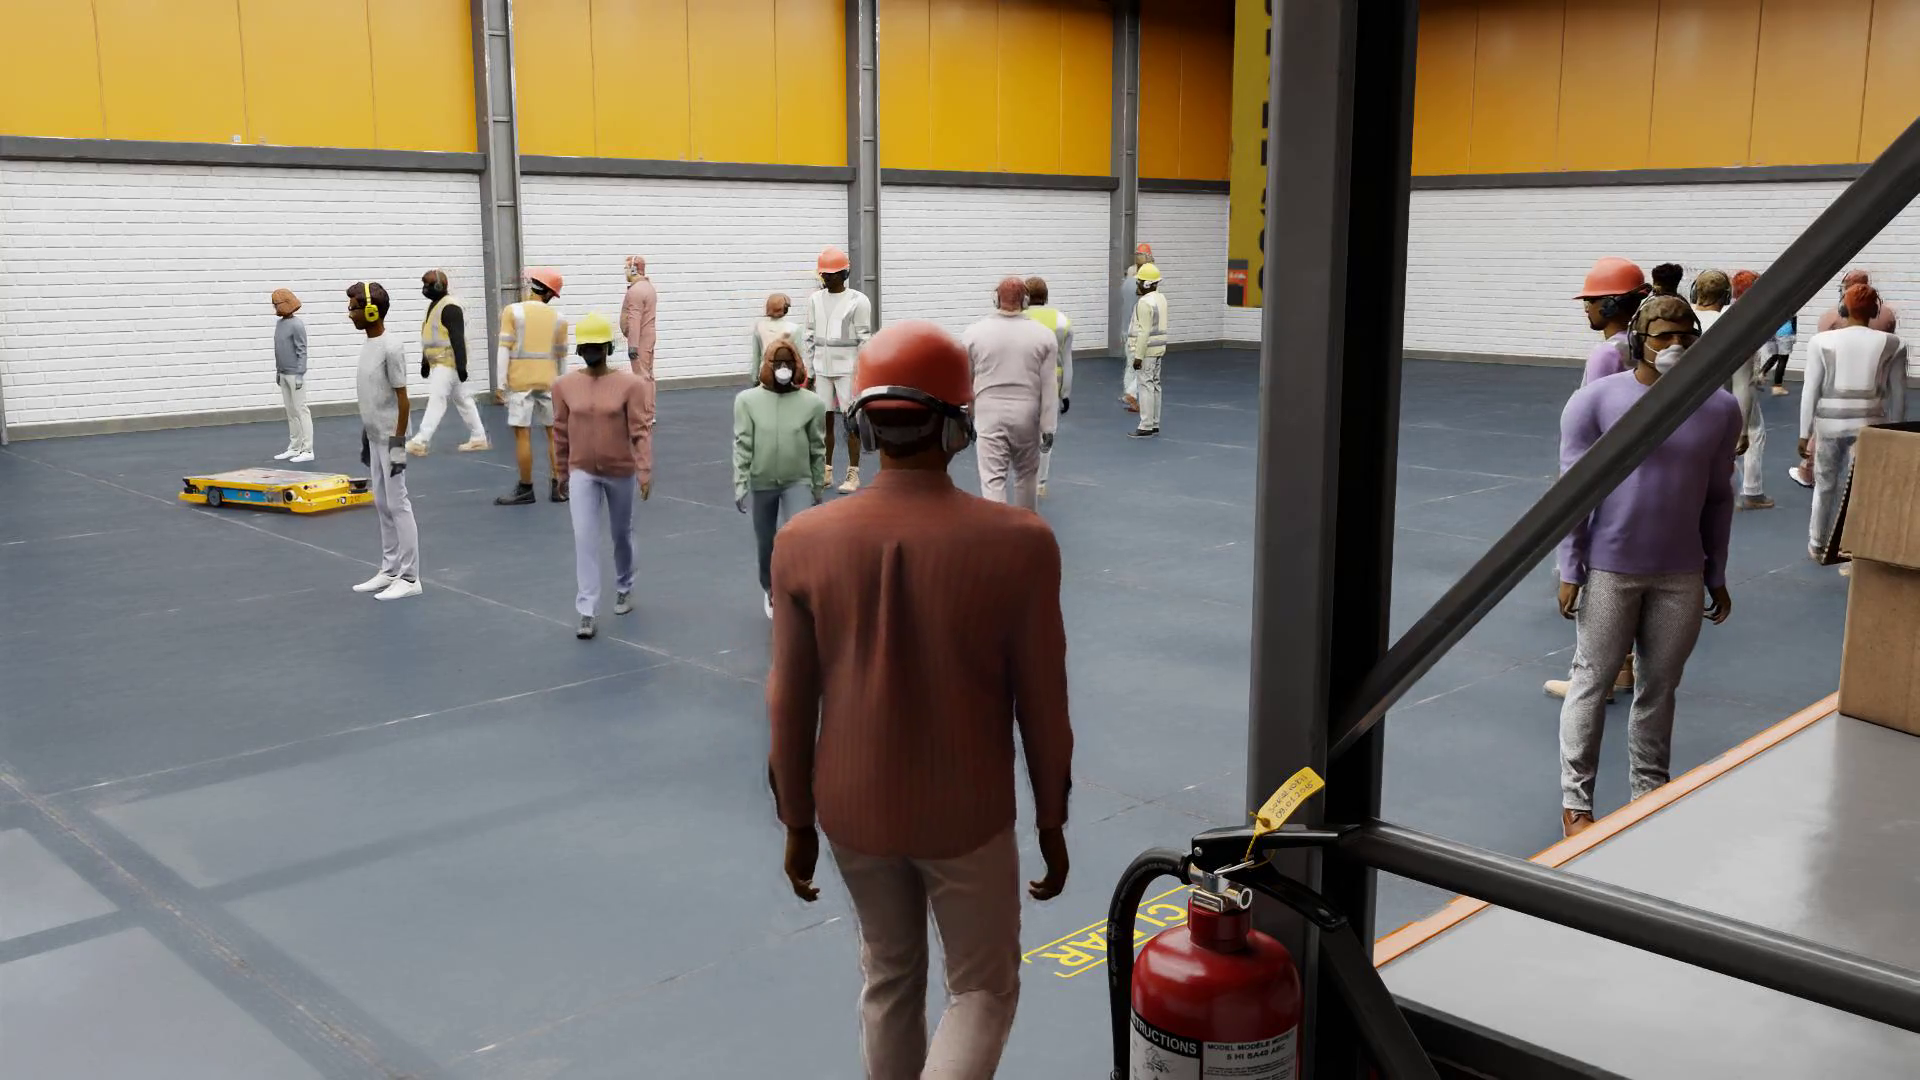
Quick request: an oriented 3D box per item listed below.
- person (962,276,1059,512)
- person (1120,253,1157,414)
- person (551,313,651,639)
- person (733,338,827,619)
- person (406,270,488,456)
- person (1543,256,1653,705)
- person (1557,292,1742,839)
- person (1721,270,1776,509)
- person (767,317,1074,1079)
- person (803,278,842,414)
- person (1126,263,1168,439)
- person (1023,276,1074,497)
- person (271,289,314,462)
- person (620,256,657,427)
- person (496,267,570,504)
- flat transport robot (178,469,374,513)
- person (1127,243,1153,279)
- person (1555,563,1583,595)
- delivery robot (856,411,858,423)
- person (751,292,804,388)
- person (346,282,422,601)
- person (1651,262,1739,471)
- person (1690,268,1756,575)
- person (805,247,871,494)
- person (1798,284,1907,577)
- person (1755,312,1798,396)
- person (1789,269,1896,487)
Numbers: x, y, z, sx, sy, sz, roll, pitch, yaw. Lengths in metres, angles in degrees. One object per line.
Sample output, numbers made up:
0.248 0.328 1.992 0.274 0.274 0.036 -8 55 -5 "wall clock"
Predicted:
0.311 -0.788 10.940 0.646 1.863 0.965 0 10 0 "person"
2.128 -2.435 19.754 0.436 1.927 0.643 -6 12 -30 "person"
-1.946 -0.378 9.081 0.538 1.718 0.905 -1 10 -4 "person"
-0.962 -0.298 8.962 0.491 1.603 0.808 -1 10 -3 "person"
-5.084 -1.725 16.245 0.968 1.786 0.648 -6 12 -30 "person"
2.963 -0.271 7.645 0.400 2.040 0.610 8 13 39 "person"
2.377 0.117 5.786 0.627 1.941 0.370 0 10 -2 "person"
6.097 -1.163 12.965 0.787 1.854 0.584 -4 11 -21 "person"
-0.096 0.546 3.341 0.626 1.977 0.745 3 11 18 "person"
-1.671 -2.320 19.686 0.901 1.714 0.565 -3 11 -16 "person"
1.966 -1.989 17.544 0.404 1.837 0.596 5 11 25 "person"
0.590 -1.193 13.283 0.633 1.817 0.833 -1 10 -4 "person"
-6.334 -1.556 15.738 0.499 1.633 0.278 10 14 43 "person"
-3.601 -2.218 18.626 0.401 1.903 0.641 0 10 2 "person"
-3.426 -1.217 13.243 0.672 1.884 0.367 -7 13 -34 "person"
-5.425 -0.405 13.183 1.431 0.197 0.652 5 11 25 "flat transport robot"
3.039 -3.922 27.671 0.396 1.990 0.635 -9 13 -39 "person"
3.789 -0.446 9.471 0.499 1.707 0.525 -4 11 -22 "person"
-0.860 -1.342 17.261 0.707 0.478 0.477 0 10 0 "delivery robot"
-1.682 -1.435 15.120 0.521 1.622 0.567 4 11 22 "person"
-3.398 -0.577 9.780 0.333 1.864 0.520 -8 13 -38 "person"
6.229 -1.422 14.266 0.893 1.918 0.650 2 11 13 "person"
4.598 -0.712 10.347 0.368 1.932 0.622 -10 14 -42 "person"
-1.032 -1.395 13.774 0.605 2.035 0.385 6 12 28 "person"
5.681 -0.709 10.604 0.604 1.828 1.004 4 11 22 "person"
10.904 -2.753 22.127 0.406 1.679 0.545 -3 11 -18 "person"
7.320 -1.295 13.727 0.644 1.853 1.010 1 10 3 "person"
